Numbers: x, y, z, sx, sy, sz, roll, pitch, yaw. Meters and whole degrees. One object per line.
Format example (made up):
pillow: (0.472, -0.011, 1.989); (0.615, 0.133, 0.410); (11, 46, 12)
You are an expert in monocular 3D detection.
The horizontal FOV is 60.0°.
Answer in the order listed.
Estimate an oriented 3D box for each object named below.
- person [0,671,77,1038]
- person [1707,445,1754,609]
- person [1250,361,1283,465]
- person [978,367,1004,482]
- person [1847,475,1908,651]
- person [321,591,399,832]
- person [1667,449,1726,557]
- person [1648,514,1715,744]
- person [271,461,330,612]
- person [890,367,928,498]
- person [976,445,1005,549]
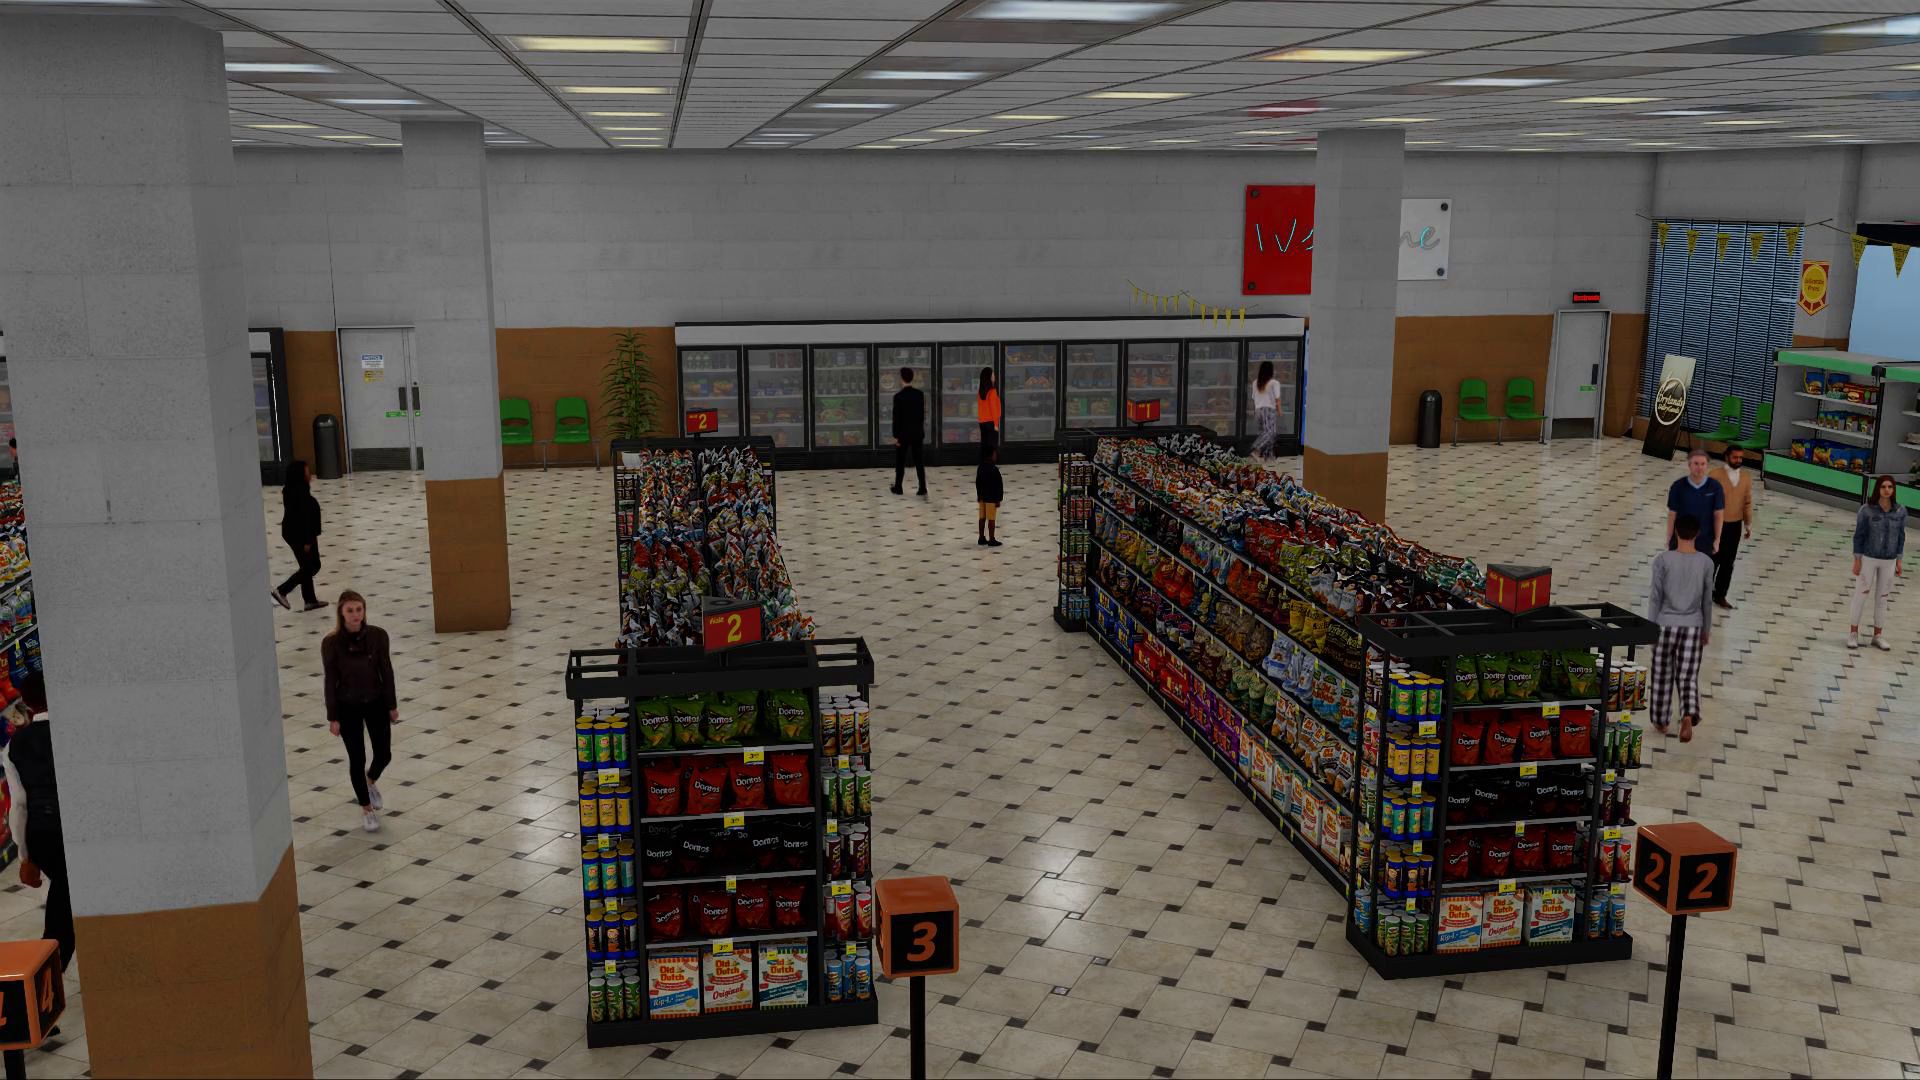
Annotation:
person: (-4.730, 1.666, 8.709); (1.011, 1.872, 1.343); (3, 12, 12)
person: (8.087, -0.162, 17.706); (0.694, 1.742, 0.665); (-1, 12, -3)
person: (4.914, -2.037, 26.820); (1.003, 1.655, 1.064); (-9, 15, -37)
person: (0.433, -1.755, 25.253); (0.745, 1.749, 0.602); (-6, 13, -28)
person: (8.850, 0.205, 16.059); (0.683, 1.702, 0.643); (2, 12, 11)
person: (-4.165, 1.158, 11.546); (0.751, 1.696, 0.822); (-7, 14, -29)
person: (7.323, 0.016, 16.646); (1.027, 1.829, 1.251); (4, 12, 17)
person: (5.734, 0.734, 13.250); (0.901, 1.824, 1.110); (3, 12, 14)
person: (-6.945, -0.010, 17.328); (0.947, 1.601, 0.930); (-11, 16, -42)
person: (-0.671, -1.517, 23.845); (0.868, 1.864, 1.155); (-5, 13, -24)
person: (0.349, -0.551, 20.695); (0.602, 1.270, 0.673); (11, 16, 42)
